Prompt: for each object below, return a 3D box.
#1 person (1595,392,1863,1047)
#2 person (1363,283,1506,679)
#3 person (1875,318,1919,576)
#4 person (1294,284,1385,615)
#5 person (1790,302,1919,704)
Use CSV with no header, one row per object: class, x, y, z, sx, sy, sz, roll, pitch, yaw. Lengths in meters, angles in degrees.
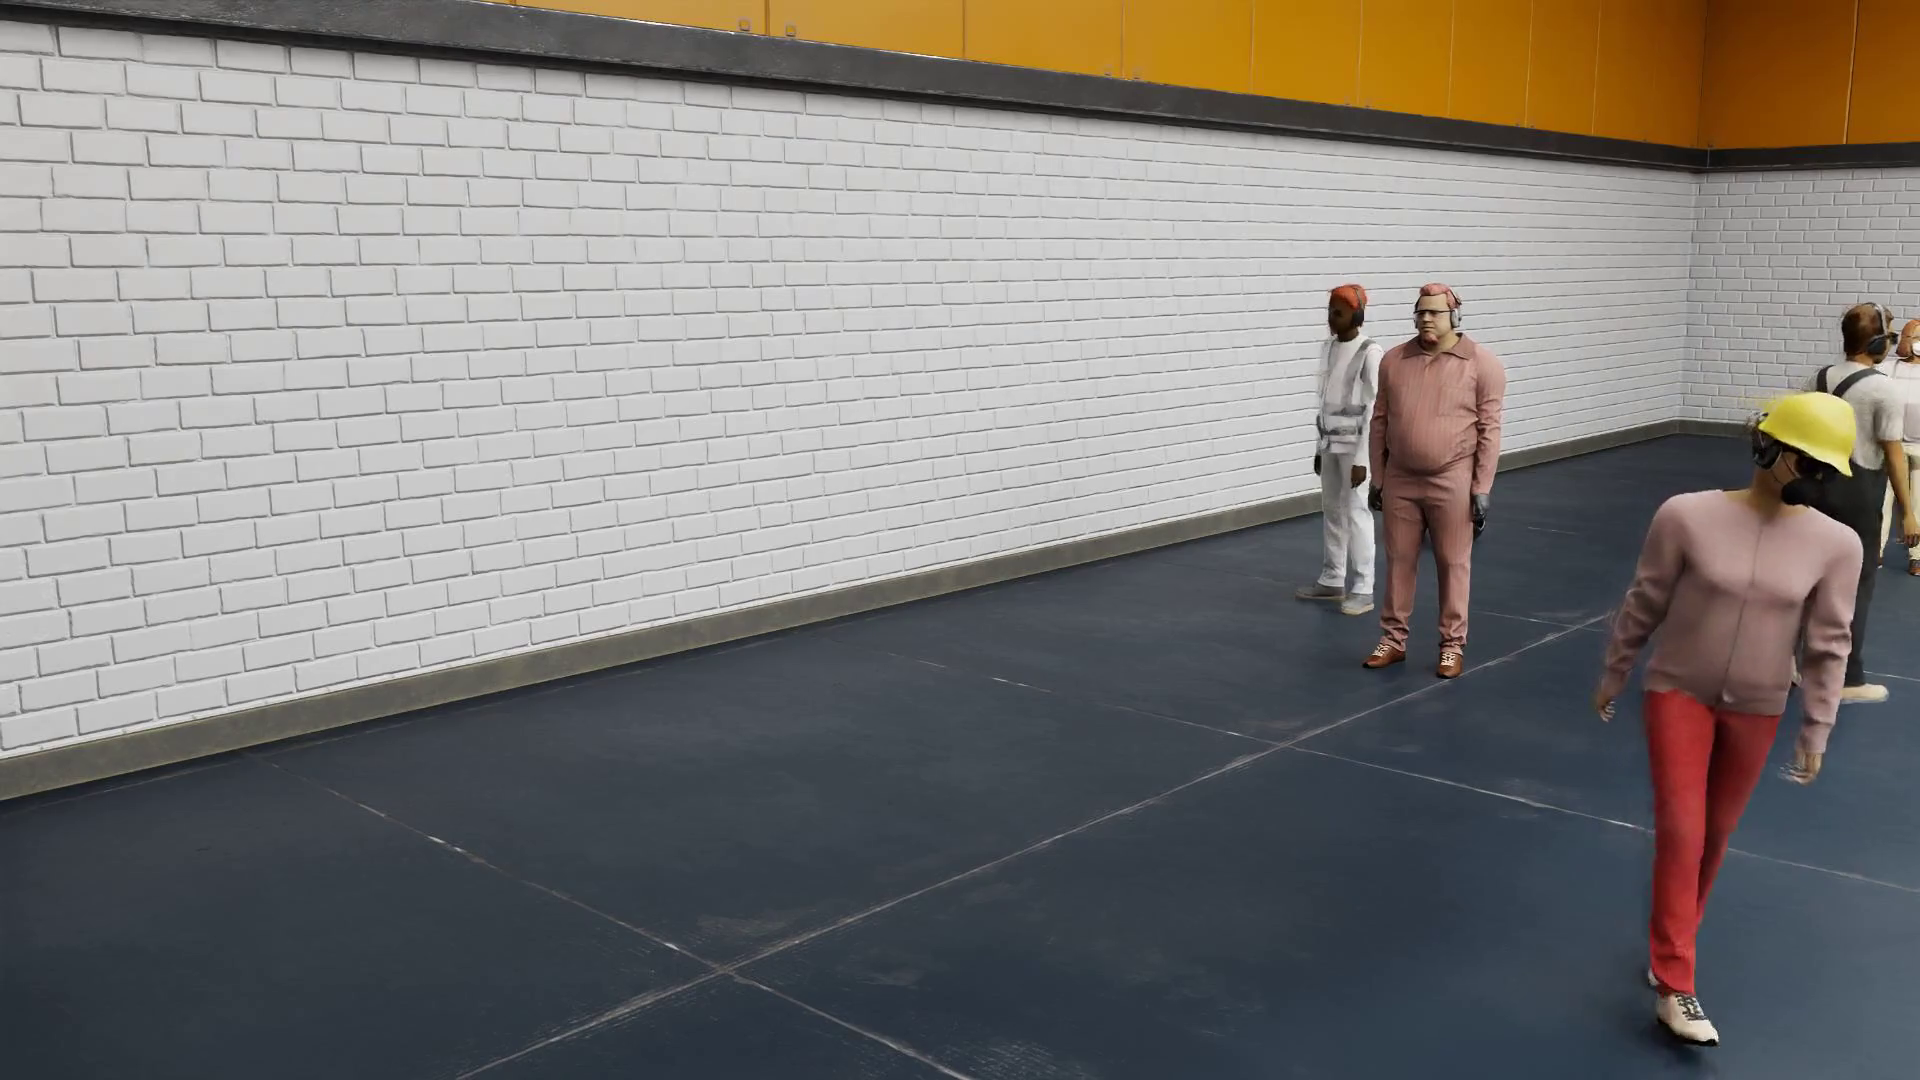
person,2.024,0.458,4.399,0.593,1.705,0.783,2,10,10
person,2.281,-0.287,8.098,0.641,1.908,0.407,7,12,34
person,6.035,-0.591,10.597,0.507,1.636,0.275,8,12,37
person,2.196,-0.525,9.576,0.356,1.869,0.666,-4,11,-19
person,4.022,-0.149,7.514,0.495,1.833,0.539,-2,10,-12
